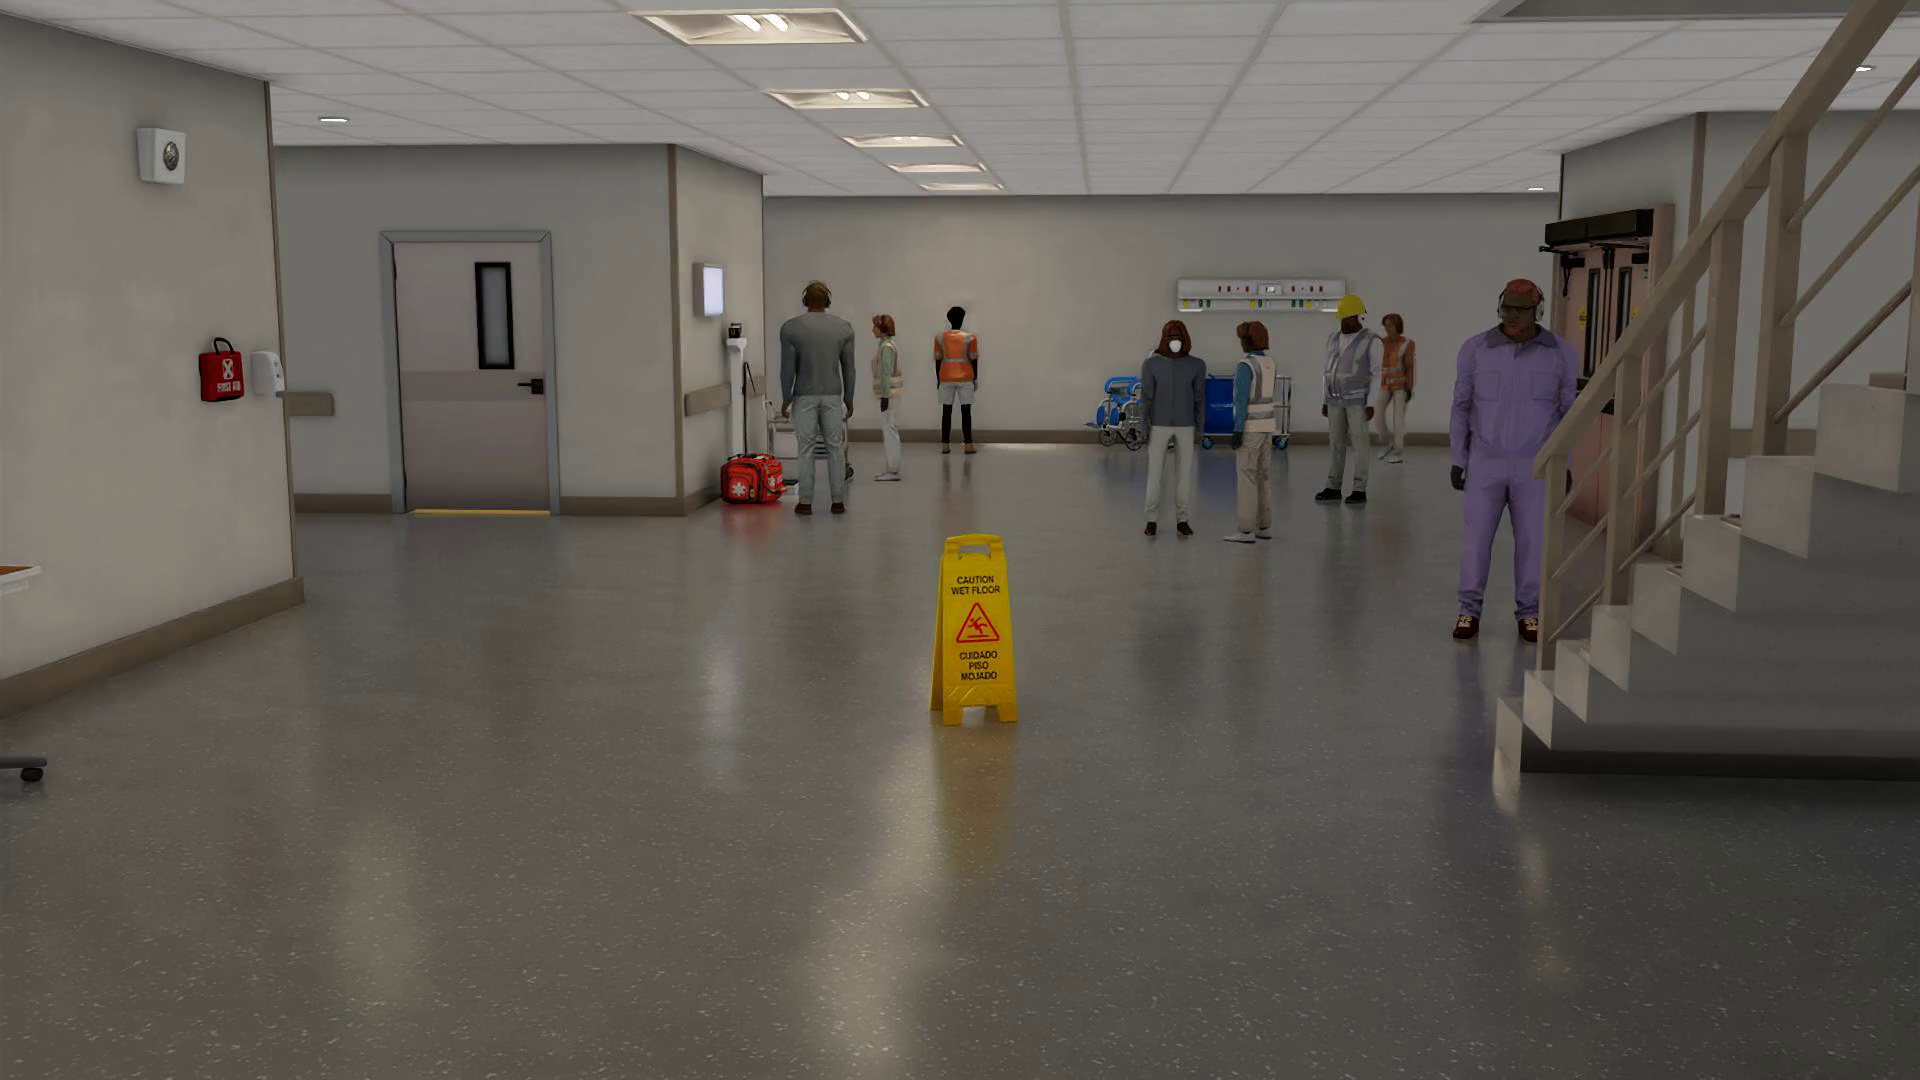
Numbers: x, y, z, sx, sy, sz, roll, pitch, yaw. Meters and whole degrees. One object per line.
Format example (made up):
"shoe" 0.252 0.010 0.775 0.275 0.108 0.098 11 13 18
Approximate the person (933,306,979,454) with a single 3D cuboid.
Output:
"person" -0.037 -1.822 19.029 0.532 1.694 0.319 2 9 11

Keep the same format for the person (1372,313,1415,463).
"person" 4.673 -1.630 17.972 0.515 1.625 0.362 7 11 40

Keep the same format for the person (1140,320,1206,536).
"person" 1.609 -0.842 12.562 0.502 1.632 0.279 0 8 -1

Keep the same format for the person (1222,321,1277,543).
"person" 2.170 -0.796 12.271 0.316 1.631 0.524 6 10 34

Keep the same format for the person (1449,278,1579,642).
"person" 2.895 -0.412 8.739 0.636 1.903 0.404 2 9 16

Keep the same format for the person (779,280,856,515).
"person" -1.177 -1.172 13.774 0.638 1.938 0.357 -2 9 -15

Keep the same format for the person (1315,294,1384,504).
"person" 3.402 -1.232 14.574 0.403 1.824 0.586 -7 11 -40

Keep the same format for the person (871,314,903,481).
"person" -0.716 -1.393 16.329 0.315 1.632 0.521 -1 8 -4
